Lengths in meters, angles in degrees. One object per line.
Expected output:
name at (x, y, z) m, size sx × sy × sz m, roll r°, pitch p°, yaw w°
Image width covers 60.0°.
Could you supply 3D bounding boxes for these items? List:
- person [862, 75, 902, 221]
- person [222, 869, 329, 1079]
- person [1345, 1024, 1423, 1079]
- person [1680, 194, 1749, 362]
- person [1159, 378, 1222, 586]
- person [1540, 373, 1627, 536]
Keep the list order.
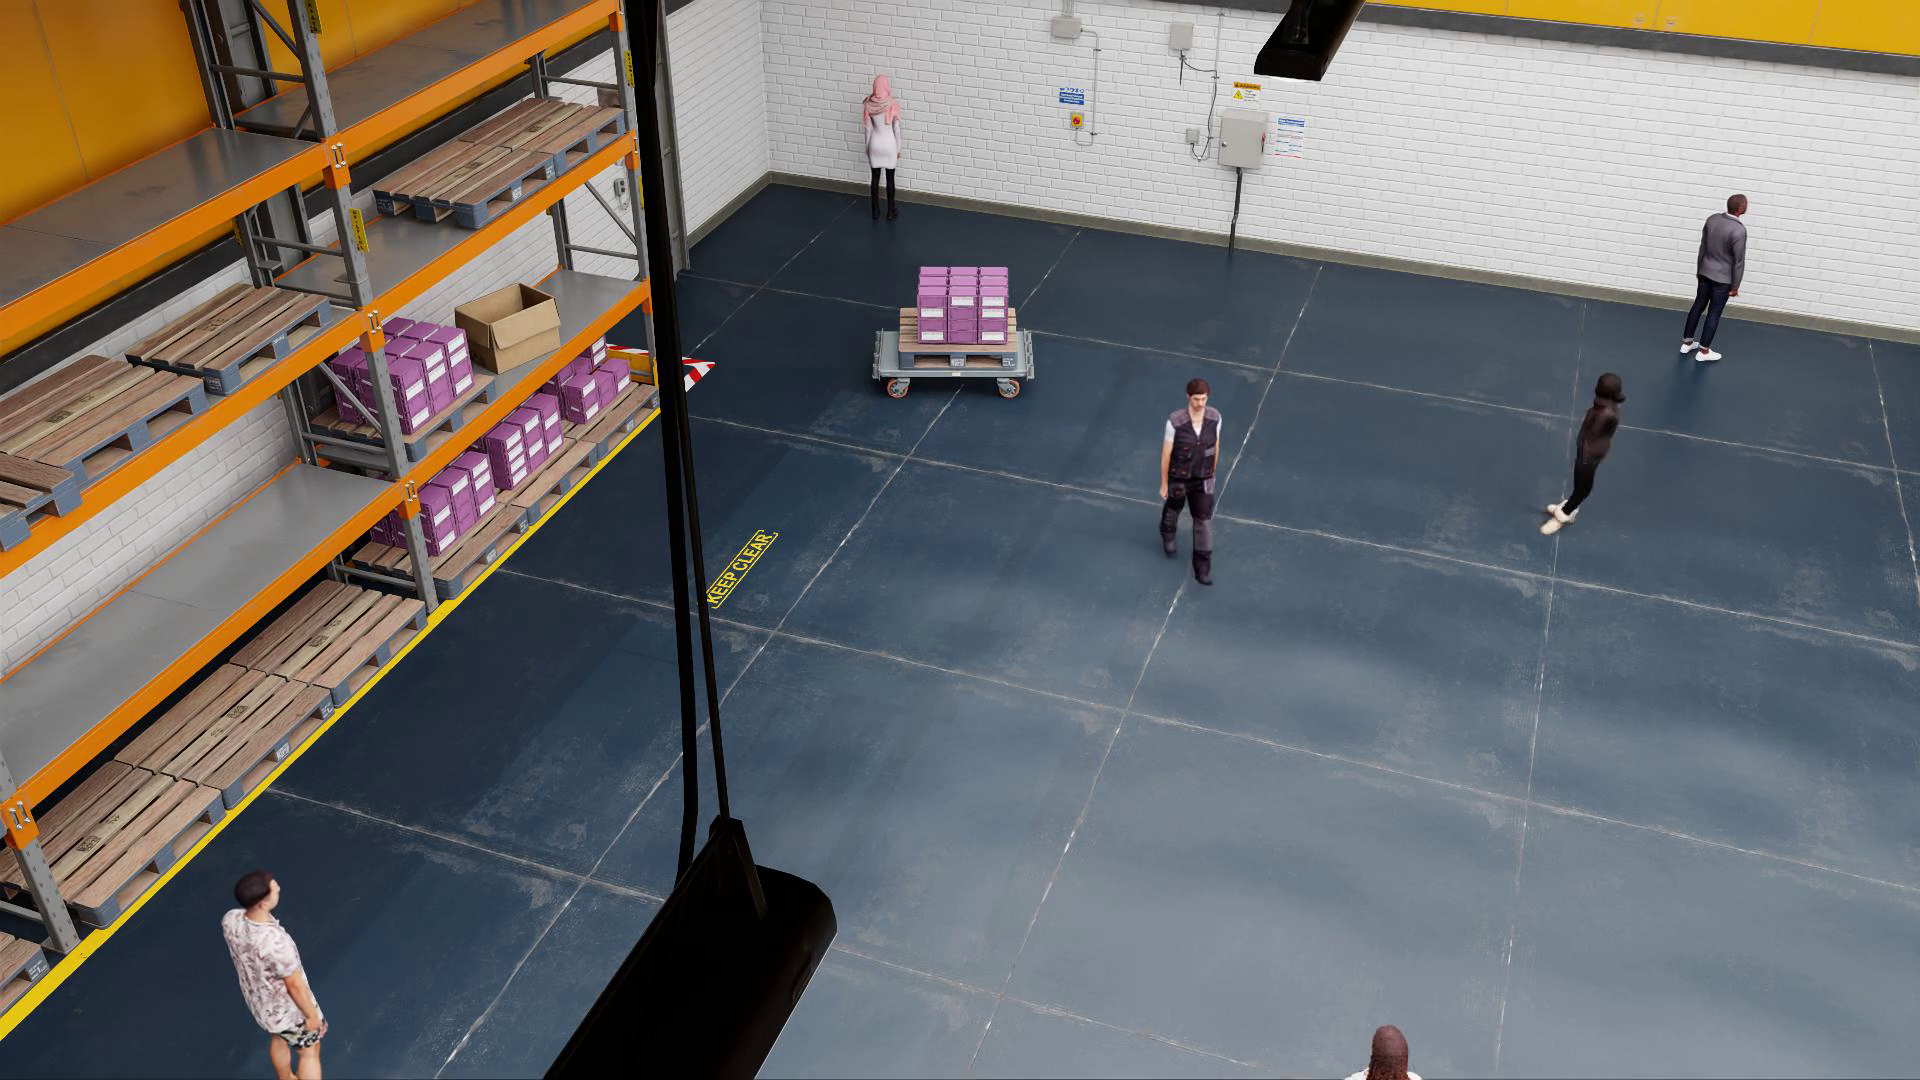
person at (-0.951, -4.845, 20.525) m, size 0.673 × 1.803 × 0.652 m, roll 4°, pitch 34°, yaw 6°
person at (-3.844, 2.571, 9.361) m, size 0.721 × 1.809 × 0.647 m, roll 20°, pitch 38°, yaw 27°
person at (2.136, 3.171, 8.575) m, size 0.709 × 1.681 × 0.737 m, roll -2°, pitch 34°, yaw -3°
person at (7.889, -2.750, 17.359) m, size 0.856 × 1.818 × 0.786 m, roll -13°, pitch 36°, yaw -19°
person at (1.914, -0.579, 14.109) m, size 1.063 × 1.800 × 1.288 m, roll -5°, pitch 34°, yaw -7°
person at (5.484, -0.816, 14.592) m, size 0.747 × 1.659 × 0.586 m, roll 28°, pitch 43°, yaw 35°
